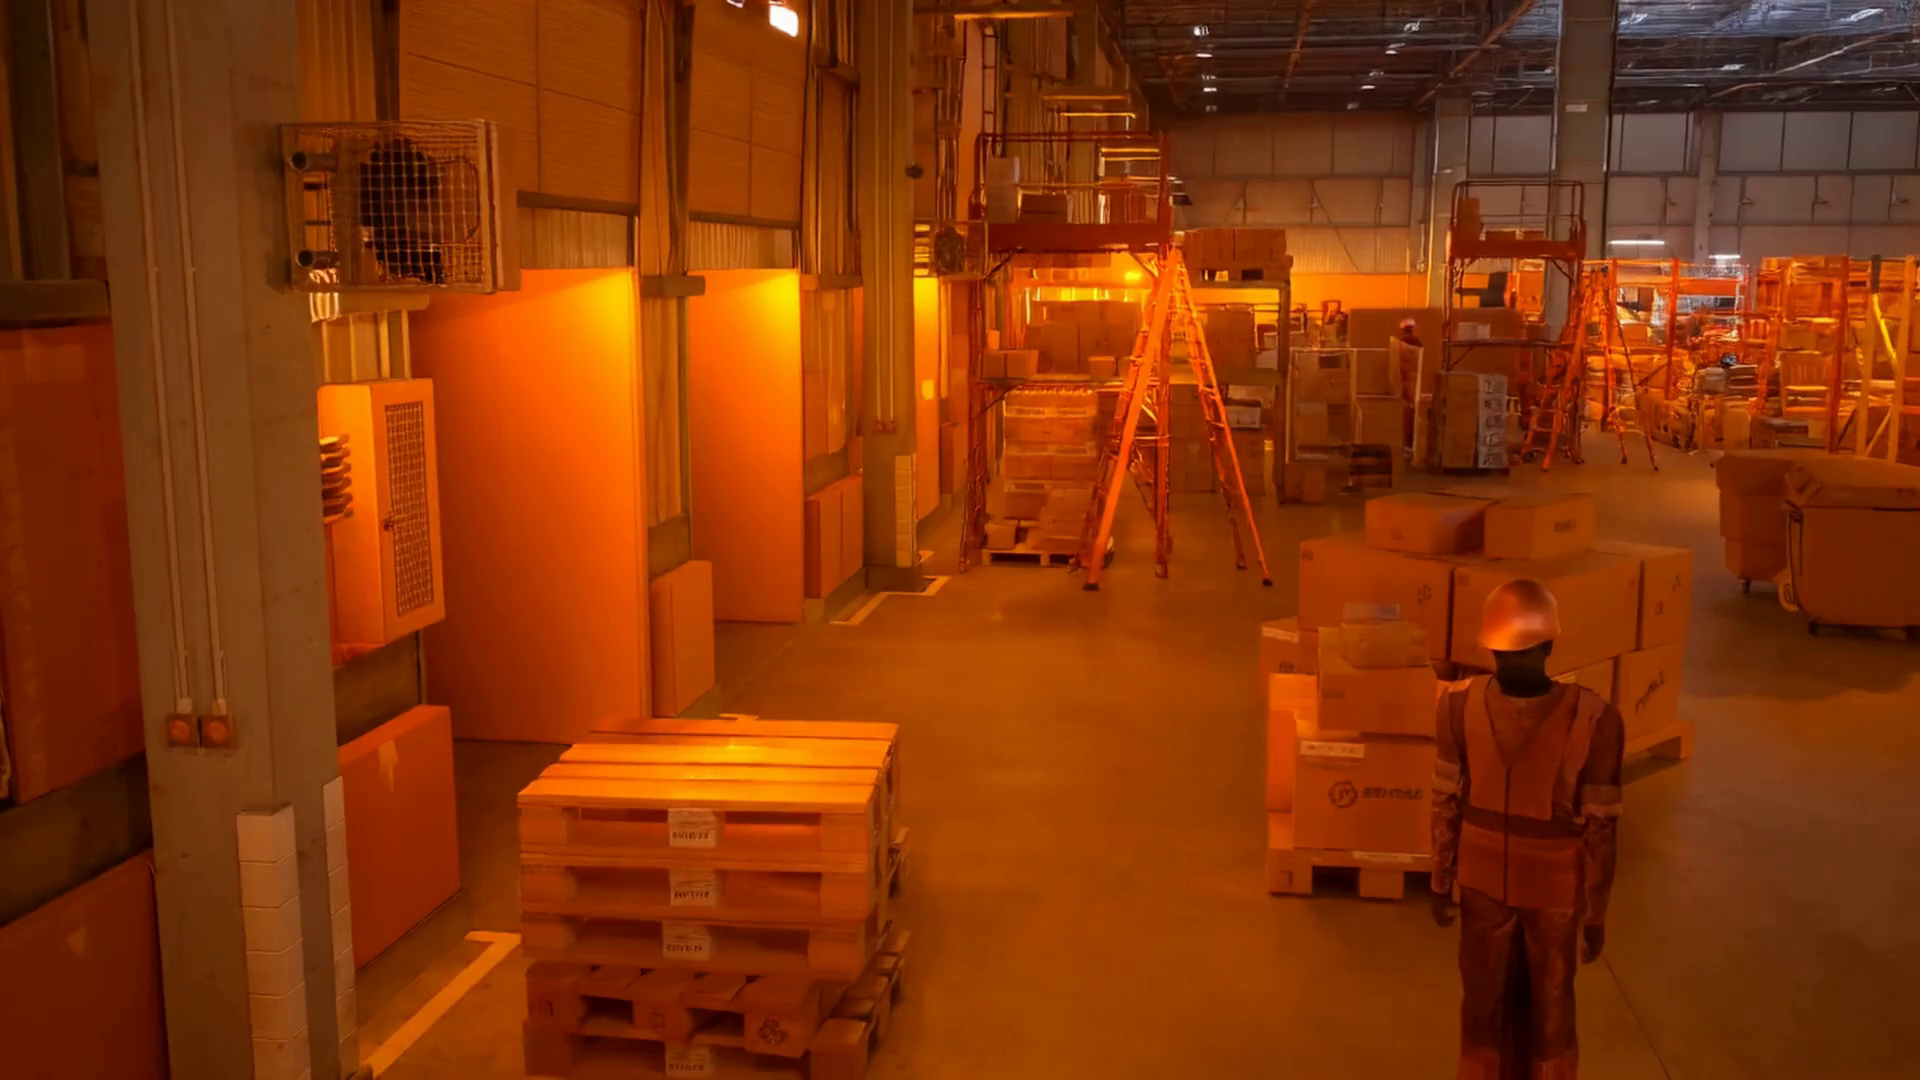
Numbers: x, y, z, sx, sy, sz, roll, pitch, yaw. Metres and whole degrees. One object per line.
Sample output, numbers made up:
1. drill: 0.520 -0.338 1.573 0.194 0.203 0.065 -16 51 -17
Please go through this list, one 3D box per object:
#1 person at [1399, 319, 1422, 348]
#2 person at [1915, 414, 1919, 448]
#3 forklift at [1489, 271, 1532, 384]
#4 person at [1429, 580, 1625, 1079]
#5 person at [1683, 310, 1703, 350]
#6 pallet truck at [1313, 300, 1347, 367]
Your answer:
1. person: 8.384 -3.171 31.233 0.551 1.932 0.378 -2 9 -12
2. person: 15.573 -2.335 26.685 0.319 1.740 0.483 6 11 31
3. forklift: 13.422 -5.322 41.591 1.873 2.768 1.129 1 9 9
4. person: 1.726 1.064 5.172 0.586 1.918 0.398 7 11 37
5. person: 21.757 -5.989 49.377 0.536 1.691 0.368 0 9 -2
6. pallet truck: 11.159 -6.200 49.718 0.823 1.965 1.885 4 10 26
